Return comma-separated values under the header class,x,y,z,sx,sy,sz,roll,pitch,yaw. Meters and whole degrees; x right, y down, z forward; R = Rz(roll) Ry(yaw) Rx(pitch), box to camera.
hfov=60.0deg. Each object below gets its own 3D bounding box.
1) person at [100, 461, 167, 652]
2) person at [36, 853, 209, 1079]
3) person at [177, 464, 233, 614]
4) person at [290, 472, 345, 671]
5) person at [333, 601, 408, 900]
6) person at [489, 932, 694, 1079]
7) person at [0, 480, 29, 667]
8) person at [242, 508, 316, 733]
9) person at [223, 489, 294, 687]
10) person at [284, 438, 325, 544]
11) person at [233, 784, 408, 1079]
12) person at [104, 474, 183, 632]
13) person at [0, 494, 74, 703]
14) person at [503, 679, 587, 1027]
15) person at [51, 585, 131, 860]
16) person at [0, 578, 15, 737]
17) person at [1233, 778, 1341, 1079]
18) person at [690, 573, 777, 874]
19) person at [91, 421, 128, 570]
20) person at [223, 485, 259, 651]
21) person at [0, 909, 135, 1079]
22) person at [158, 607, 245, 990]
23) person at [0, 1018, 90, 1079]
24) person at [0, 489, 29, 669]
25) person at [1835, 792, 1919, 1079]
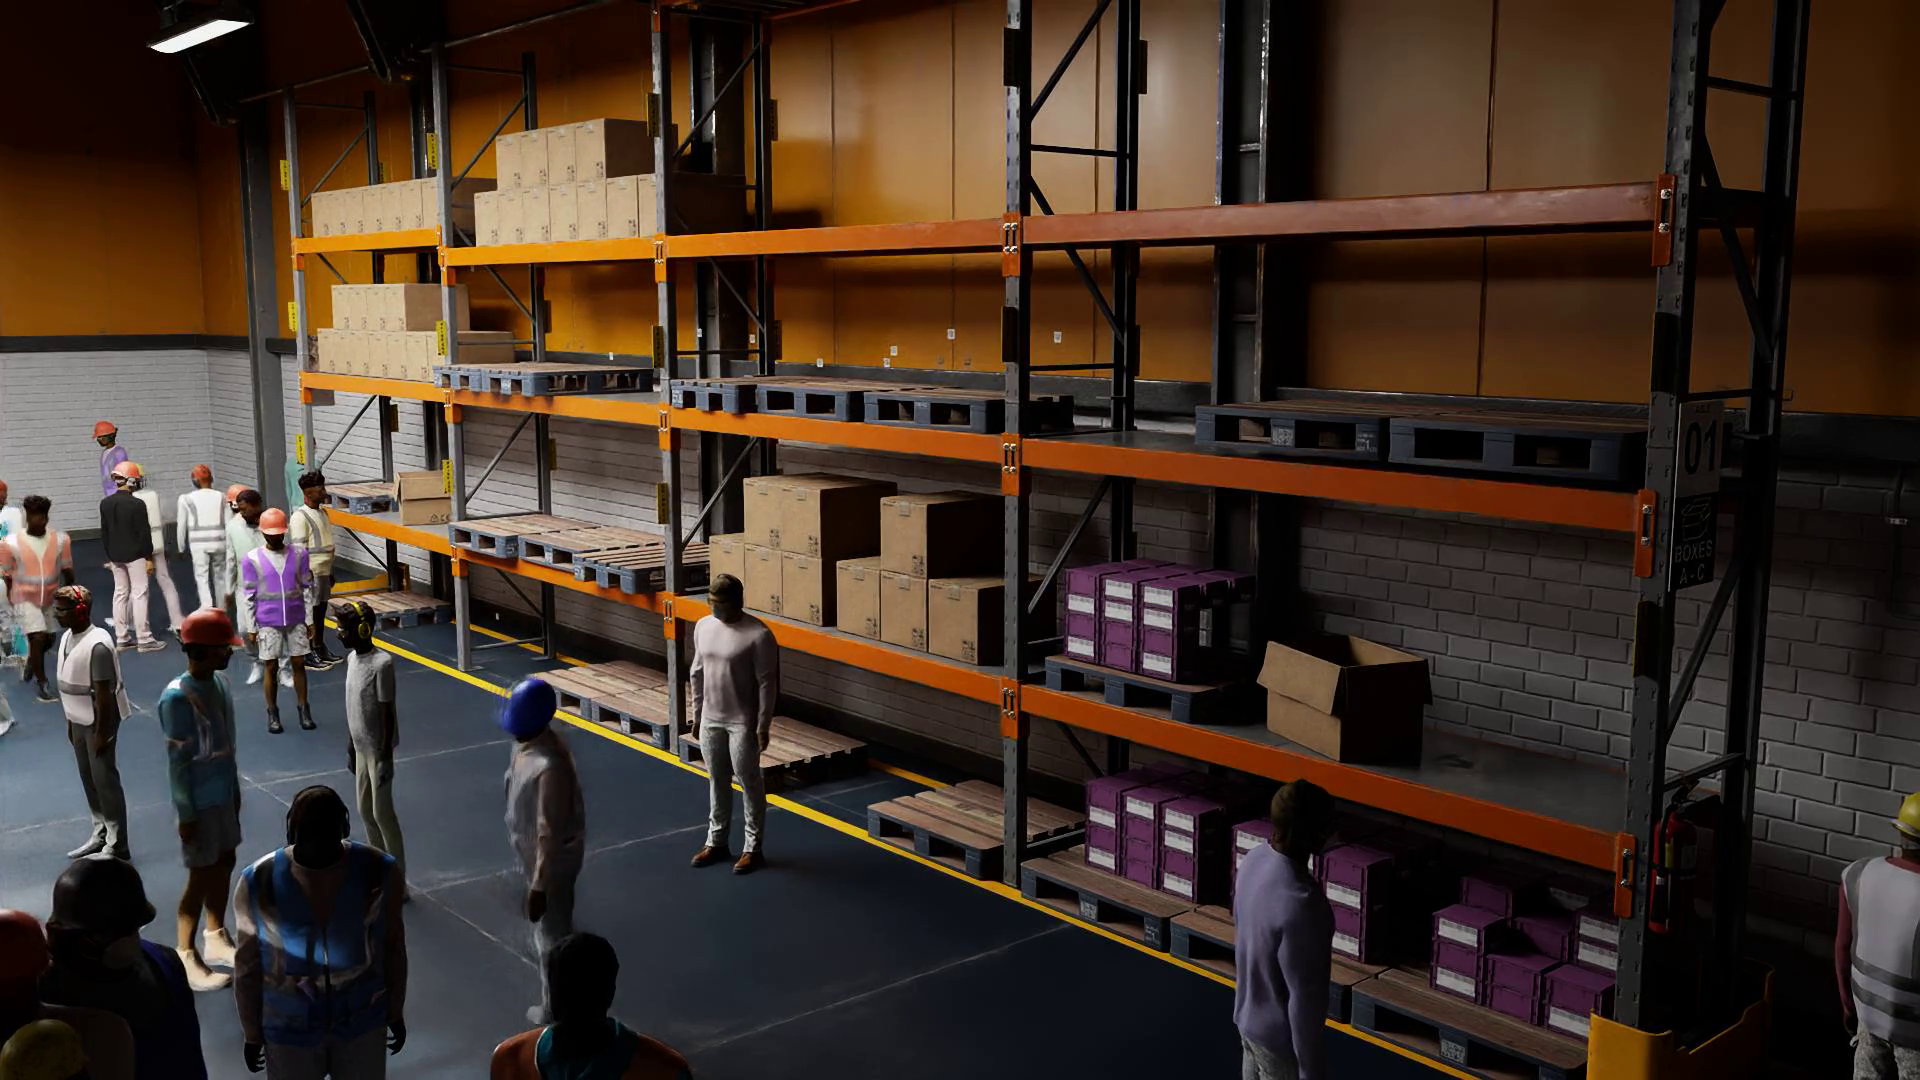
class,x,y,z,sx,sy,sz,roll,pitch,yaw
person,-8.622,0.176,17.301,0.608,1.989,0.386,3,9,19
person,-2.496,1.920,5.001,0.539,2.000,0.688,3,9,19
person,-8.300,0.092,18.379,0.572,1.858,0.840,-6,10,-37
person,-6.387,0.301,16.507,0.367,1.966,0.607,0,8,1
person,-3.579,1.286,10.071,0.525,1.856,0.344,8,11,44
person,-1.041,2.024,4.694,0.593,1.922,0.391,1,8,5
person,-9.551,0.324,16.632,0.338,1.883,0.583,2,8,13
person,-5.737,0.678,14.052,0.548,1.925,0.391,-6,10,-34
person,-6.584,0.454,15.705,0.708,1.896,0.393,-1,8,-6
person,-8.470,-0.413,21.584,0.628,1.937,0.378,5,9,29
person,-2.408,1.829,6.319,0.627,1.844,0.429,-4,9,-25
person,-8.974,0.105,18.240,0.994,1.855,0.687,3,9,21
person,-8.503,0.506,15.294,0.791,1.921,0.617,7,11,42
person,-2.018,1.556,8.063,0.401,1.895,0.730,-3,9,-23
person,-5.619,1.191,10.792,0.560,1.837,0.388,7,11,40
person,-8.139,0.849,13.860,0.512,1.627,0.419,3,9,22
person,1.184,1.816,6.082,0.352,1.936,0.635,-1,8,-9
person,-1.461,1.161,10.651,0.627,1.934,0.371,4,9,28
person,-11.503,-0.598,22.571,0.609,2.029,0.408,7,11,40
person,-7.471,0.291,17.358,0.353,1.743,0.567,2,8,11
person,-2.632,1.991,4.714,0.617,1.986,0.408,-4,9,-24
person,-4.008,1.364,8.909,0.406,2.032,0.617,0,8,1
person,-2.440,2.144,4.514,0.486,1.737,0.323,2,8,12
person,-9.522,0.392,16.471,0.369,1.806,0.631,2,8,13
person,3.634,1.831,6.337,0.404,1.829,0.600,-3,9,-20
